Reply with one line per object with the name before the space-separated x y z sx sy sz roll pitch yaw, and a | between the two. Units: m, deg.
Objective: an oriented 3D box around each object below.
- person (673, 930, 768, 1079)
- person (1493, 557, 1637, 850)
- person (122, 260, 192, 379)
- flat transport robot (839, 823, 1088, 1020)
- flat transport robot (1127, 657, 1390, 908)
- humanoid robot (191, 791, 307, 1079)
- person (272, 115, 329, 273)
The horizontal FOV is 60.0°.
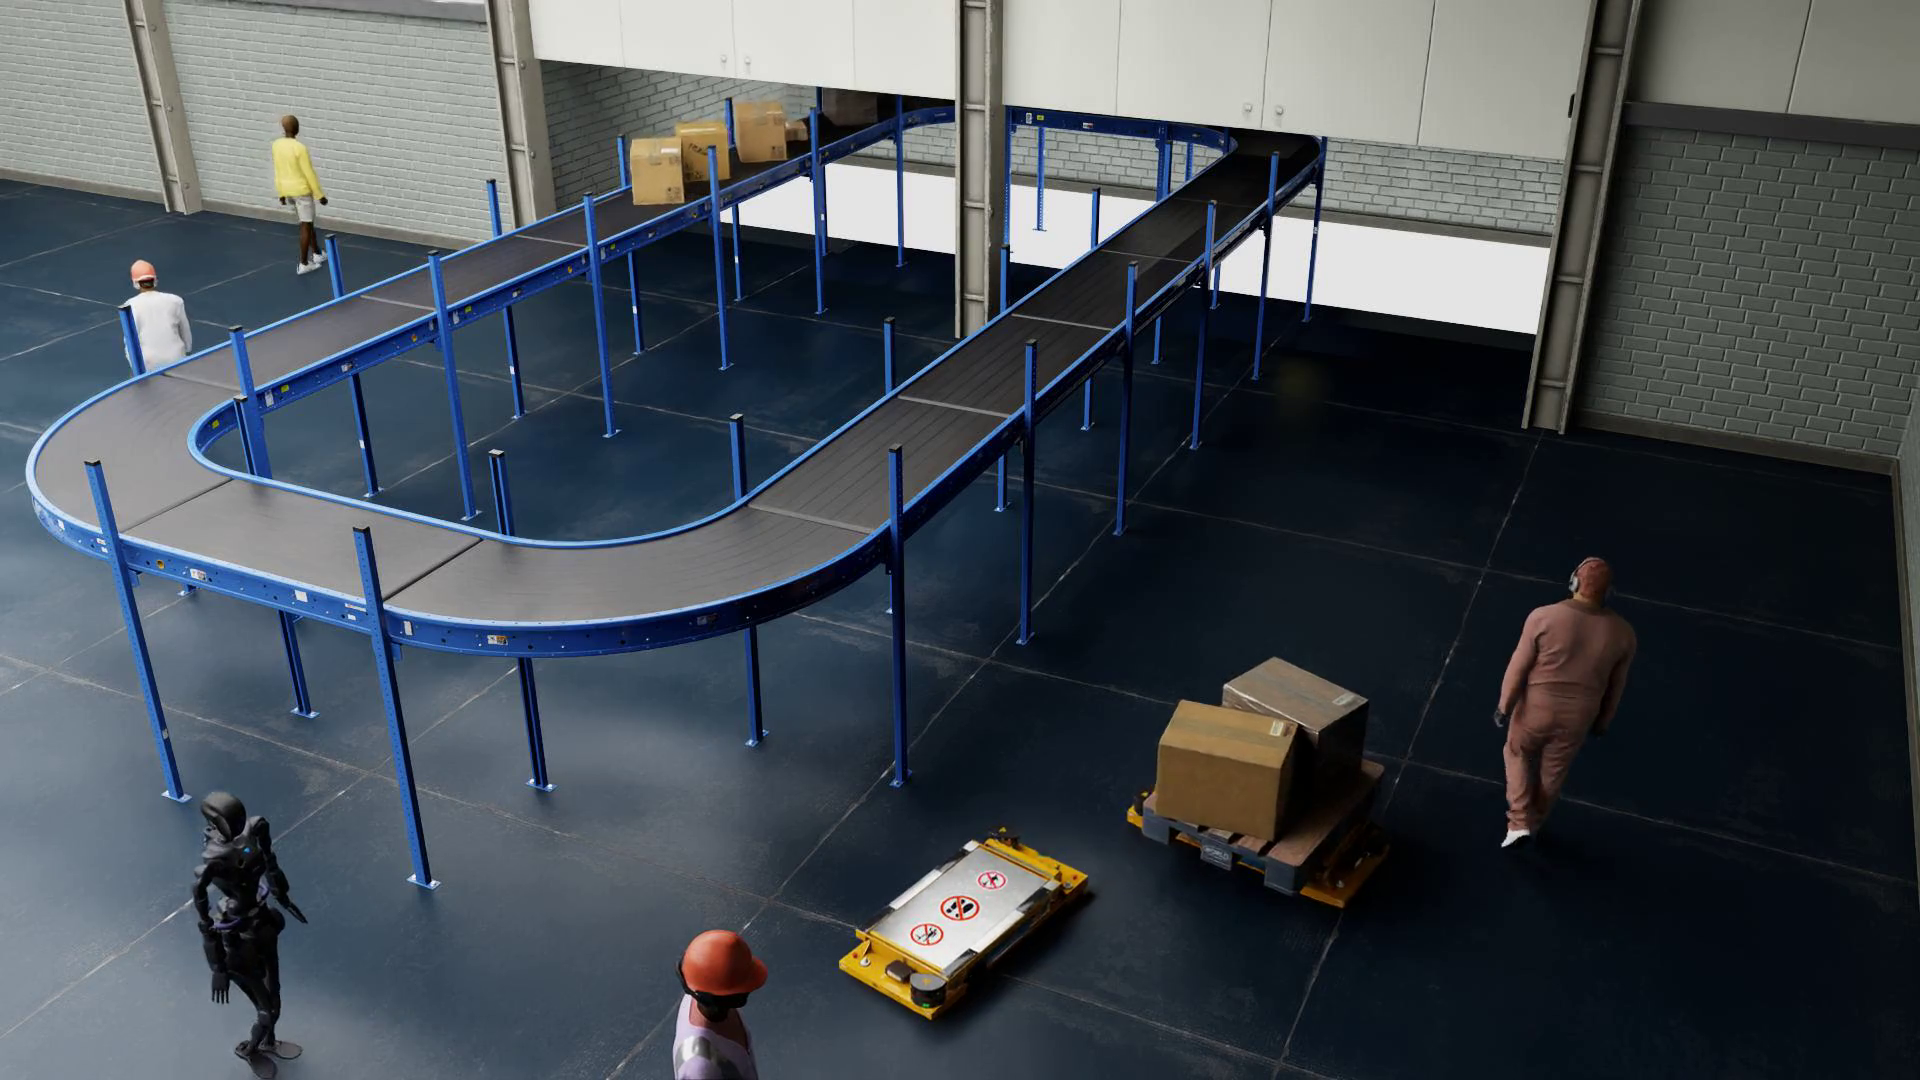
person | -0.924 2.387 6.674 0.389 2.040 0.613 -2 26 -4
person | 3.477 1.006 9.656 0.712 1.867 0.555 4 27 8
person | -7.349 -1.705 15.268 0.630 1.725 0.564 -22 34 -37
flat transport robot | 0.044 2.092 9.261 0.659 0.231 1.431 19 32 34
flat transport robot | 1.779 1.729 9.992 1.431 0.231 0.659 18 32 32
humanoid robot | -3.446 1.895 8.080 0.333 1.647 0.609 7 27 14
person | -7.916 -4.231 20.193 0.568 1.870 0.795 13 29 25
